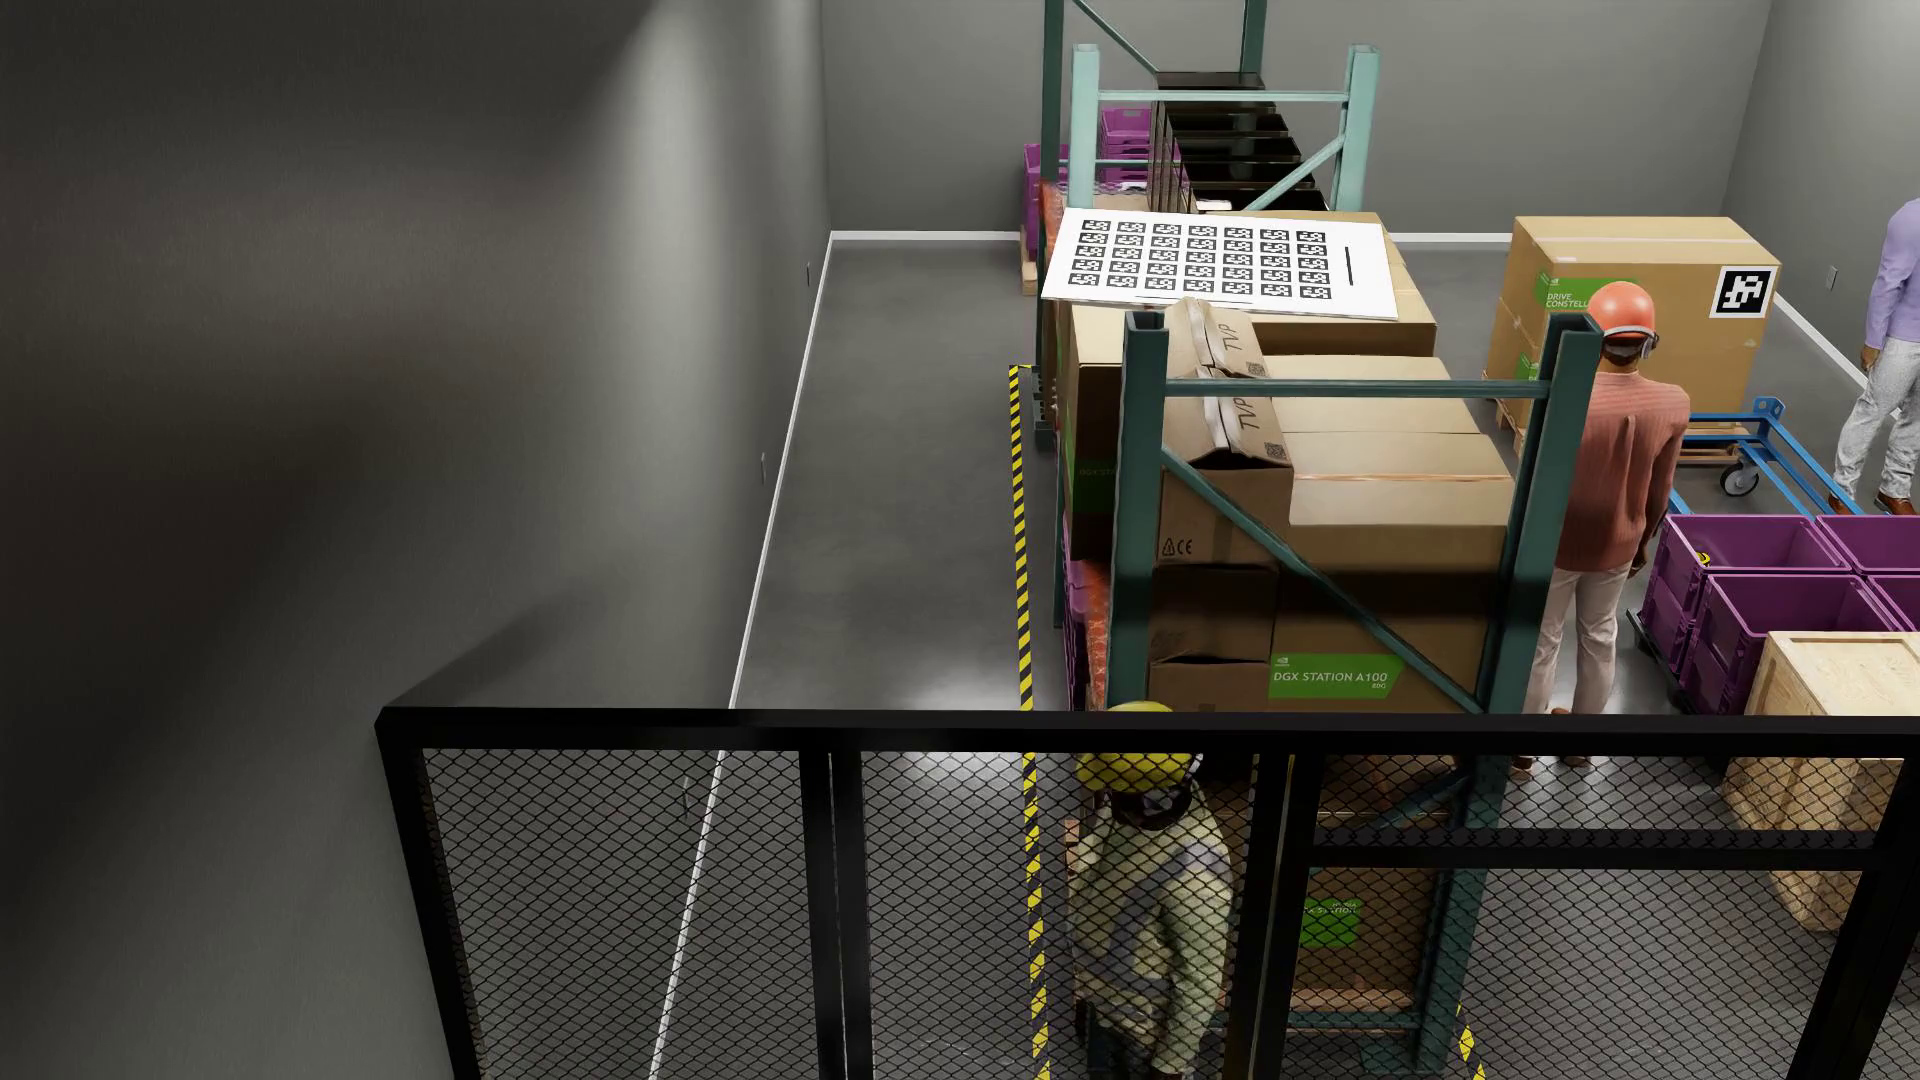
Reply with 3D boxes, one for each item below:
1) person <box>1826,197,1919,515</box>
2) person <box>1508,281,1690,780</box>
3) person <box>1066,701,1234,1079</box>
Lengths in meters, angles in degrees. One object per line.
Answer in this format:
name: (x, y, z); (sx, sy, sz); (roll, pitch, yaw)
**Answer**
person: (4.531, -0.945, 7.785); (0.631, 1.940, 0.372); (-1, 31, -2)
person: (2.293, -0.003, 6.175); (0.623, 1.982, 0.402); (-7, 32, -12)
person: (0.480, 1.167, 4.390); (0.404, 1.819, 0.591); (-5, 31, -9)
